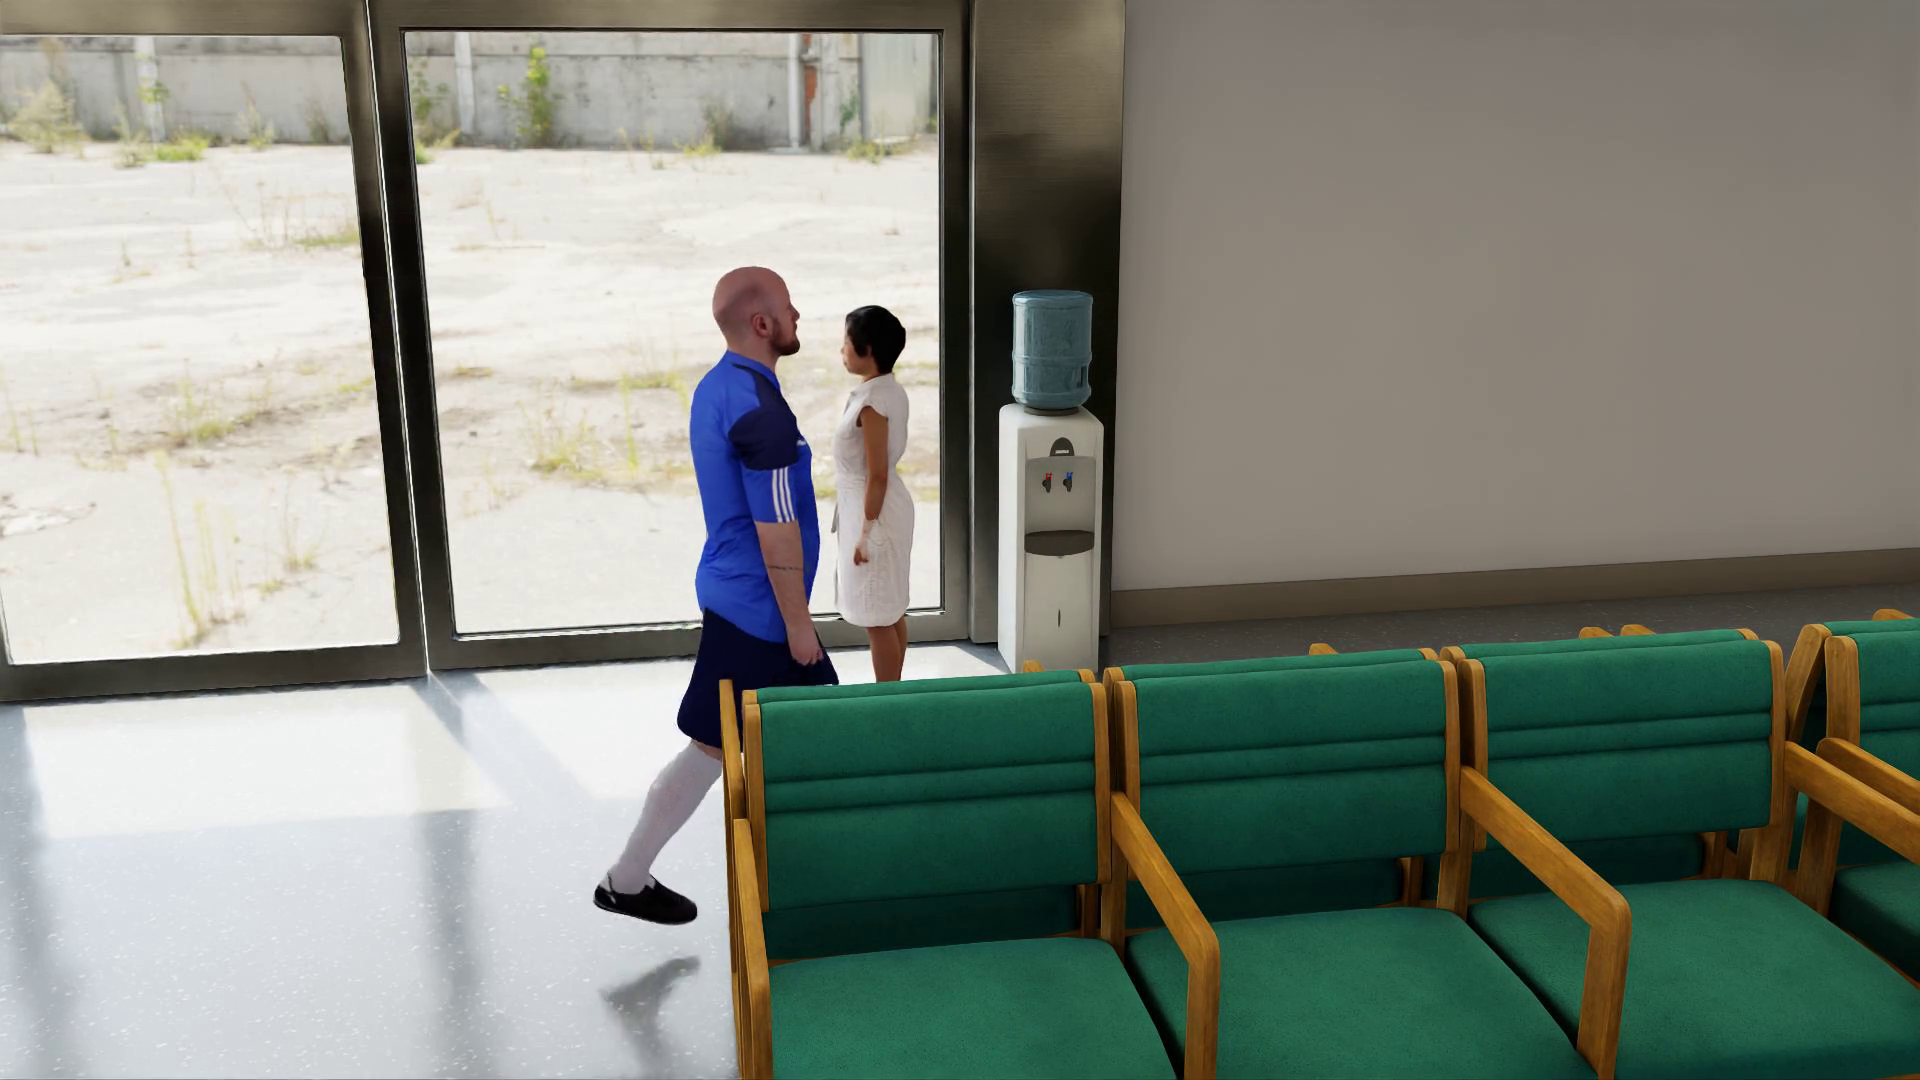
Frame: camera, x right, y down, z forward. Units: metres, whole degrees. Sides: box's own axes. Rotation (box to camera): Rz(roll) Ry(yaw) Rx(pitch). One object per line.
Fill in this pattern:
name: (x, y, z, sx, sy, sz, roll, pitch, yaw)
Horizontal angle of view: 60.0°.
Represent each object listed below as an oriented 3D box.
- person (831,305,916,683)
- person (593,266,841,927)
person: (-0.289, -0.055, 5.832, 0.668, 1.555, 0.536, 2, 16, 5)
person: (-0.625, 0.212, 4.433, 0.812, 1.801, 1.164, -5, 16, -17)
